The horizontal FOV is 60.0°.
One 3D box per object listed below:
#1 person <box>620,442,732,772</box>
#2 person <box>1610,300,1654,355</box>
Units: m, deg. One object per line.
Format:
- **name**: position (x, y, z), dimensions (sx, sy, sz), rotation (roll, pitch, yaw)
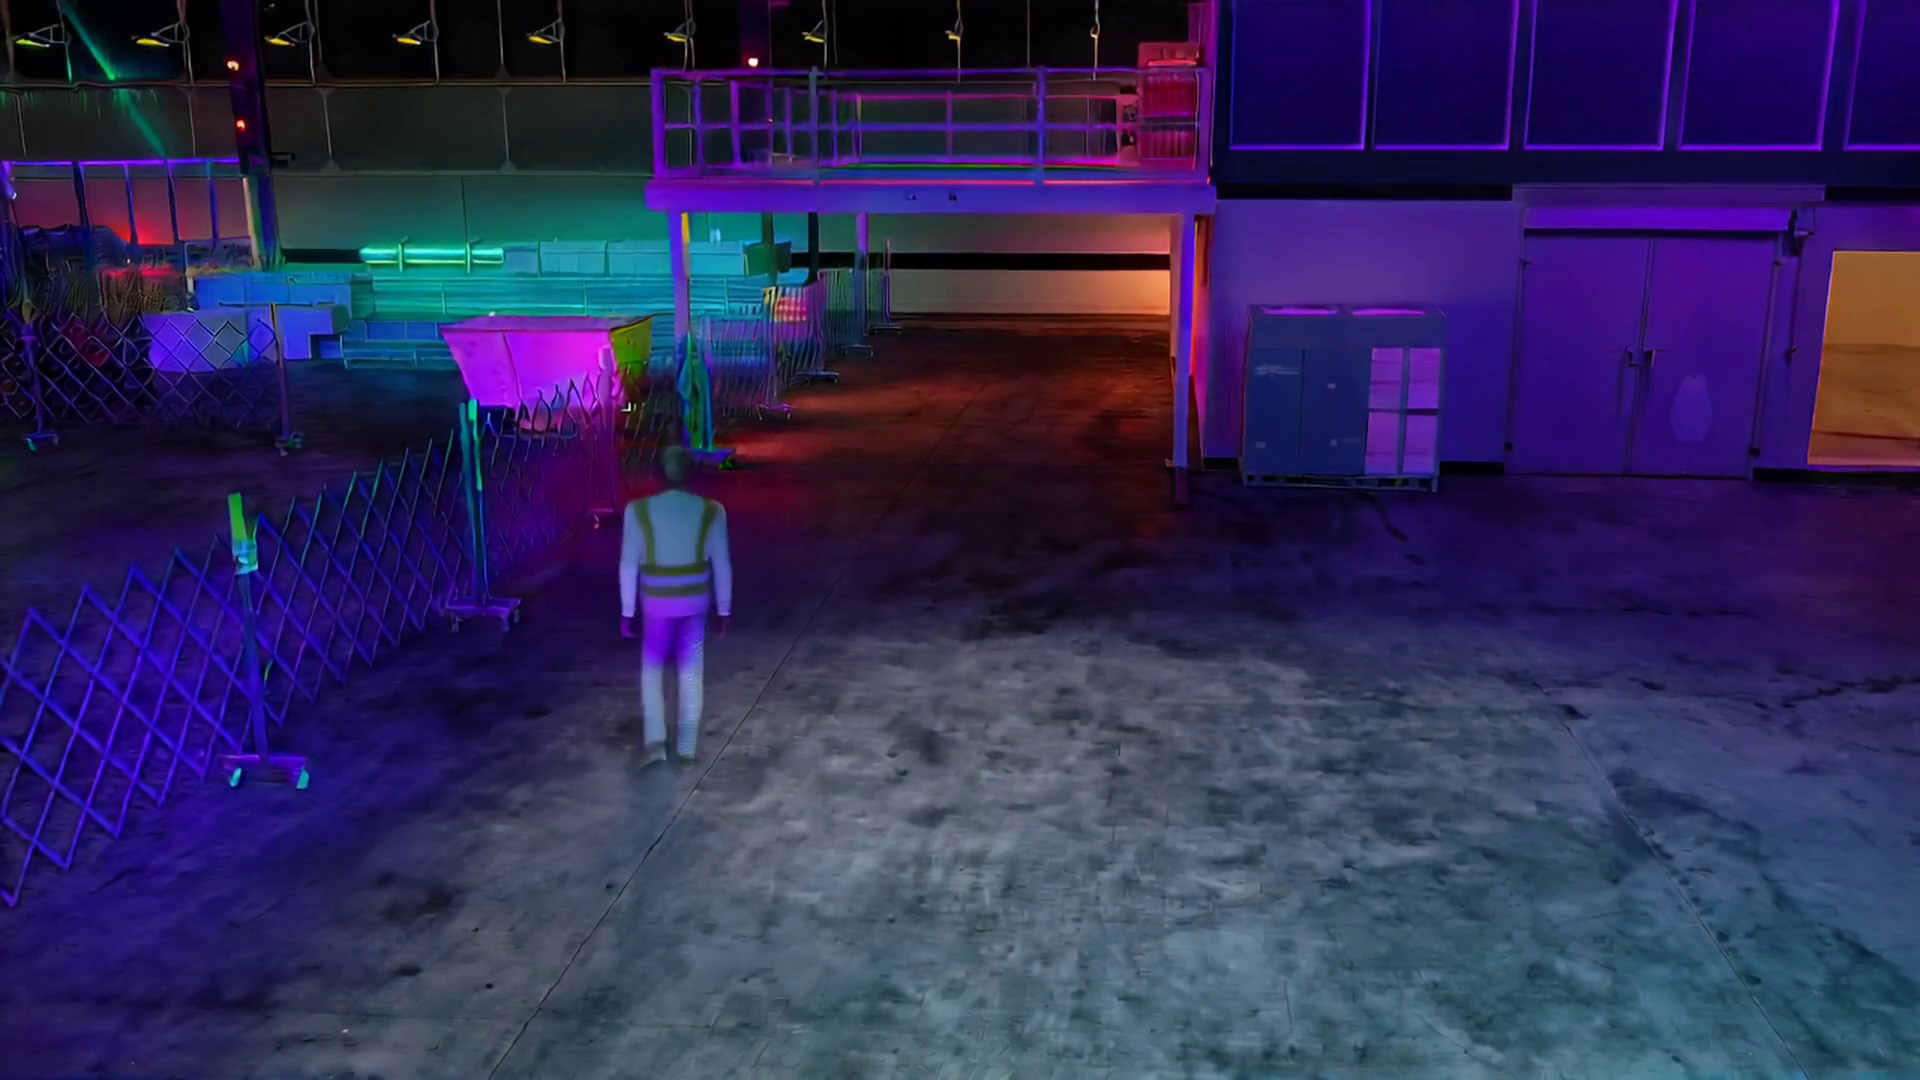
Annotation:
- **person**: position (-1.578, 0.392, 9.305), dimensions (0.621, 1.861, 0.566), rotation (-3, 14, -11)
- **person**: position (8.191, -2.300, 20.251), dimensions (0.614, 1.881, 0.635), rotation (-4, 14, -16)
